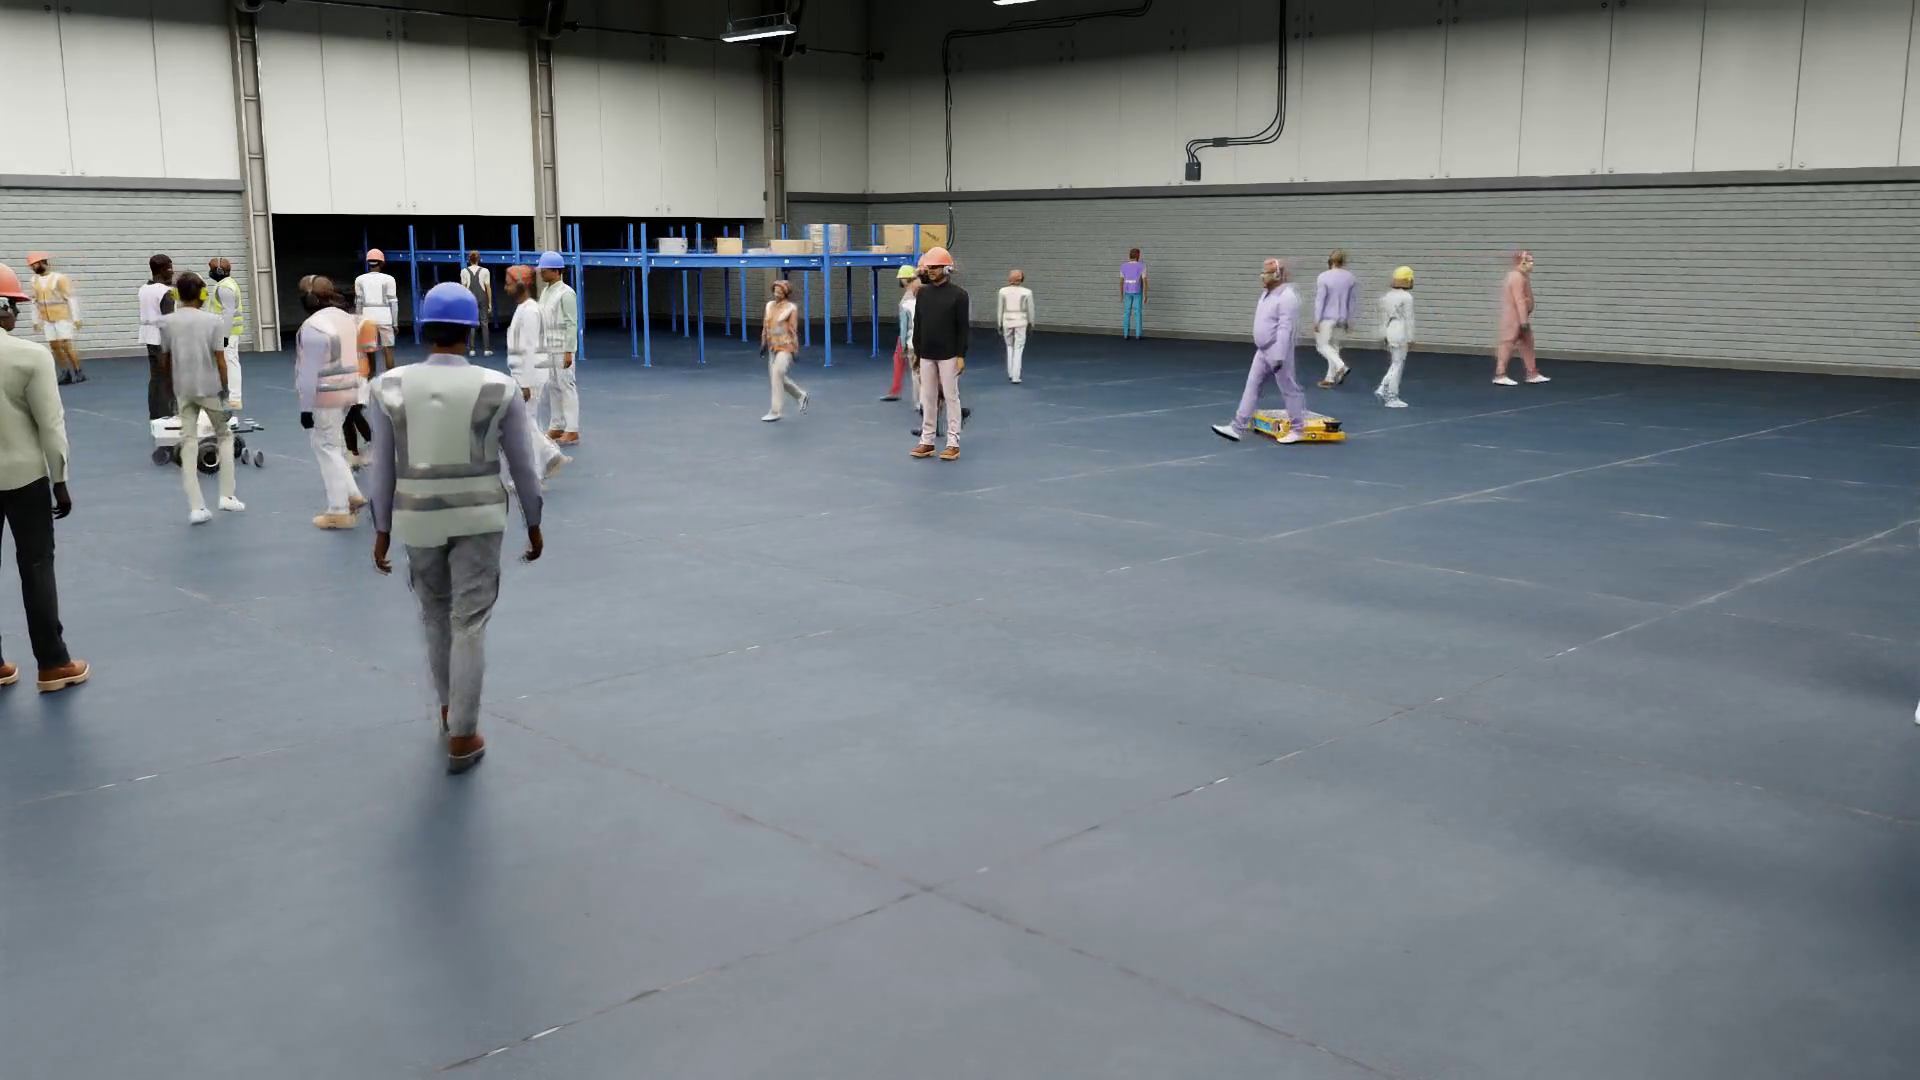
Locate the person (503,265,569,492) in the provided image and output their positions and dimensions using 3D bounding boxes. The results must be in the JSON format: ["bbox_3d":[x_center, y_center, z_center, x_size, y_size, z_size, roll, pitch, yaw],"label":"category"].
[{"bbox_3d":[-3.573,-1.334,13.772,0.448,1.874,0.580,-4,11,-20],"label":"person"}]

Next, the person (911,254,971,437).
[{"bbox_3d":[-0.220,-2.043,17.502,0.556,1.924,0.553,1,10,6],"label":"person"}]

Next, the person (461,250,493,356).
[{"bbox_3d":[-8.510,-4.171,29.307,0.507,1.846,0.343,-2,11,-11],"label":"person"}]

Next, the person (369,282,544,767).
[{"bbox_3d":[-2.033,-0.089,6.851,0.656,1.912,0.878,0,10,-2],"label":"person"}]

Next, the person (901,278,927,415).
[{"bbox_3d":[-0.455,-2.306,19.787,0.509,1.607,0.778,2,11,9],"label":"person"}]

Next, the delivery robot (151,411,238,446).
[{"bbox_3d":[-7.176,-1.037,15.597,0.707,0.478,0.477,-1,10,-4],"label":"delivery robot"}]

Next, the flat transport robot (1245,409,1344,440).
[{"bbox_3d":[3.528,-1.241,17.738,0.652,0.197,1.431,-1,10,-8],"label":"flat transport robot"}]

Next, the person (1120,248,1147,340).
[{"bbox_3d":[3.533,-5.013,33.899,0.570,1.841,0.373,5,11,23],"label":"person"}]

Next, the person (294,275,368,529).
[{"bbox_3d":[-4.598,-1.001,12.070,0.450,1.825,0.656,1,10,5],"label":"person"}]

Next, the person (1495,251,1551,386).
[{"bbox_3d":[7.983,-3.103,23.381,0.862,1.873,0.680,4,11,21],"label":"person"}]

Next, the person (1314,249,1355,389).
[{"bbox_3d":[5.174,-3.031,22.883,0.640,1.918,0.619,-6,12,-29],"label":"person"}]

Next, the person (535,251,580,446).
[{"bbox_3d":[-4.091,-1.946,16.891,0.388,1.947,0.610,-9,14,-41],"label":"person"}]

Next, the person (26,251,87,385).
[{"bbox_3d":[-12.862,-3.144,23.577,0.568,1.890,0.524,2,11,9],"label":"person"}]

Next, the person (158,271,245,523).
[{"bbox_3d":[-5.677,-1.073,12.454,0.508,1.835,0.730,-1,10,-6],"label":"person"}]

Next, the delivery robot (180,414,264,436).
[{"bbox_3d":[-6.745,-1.092,15.186,0.335,0.223,0.698,9,14,41],"label":"delivery robot"}]

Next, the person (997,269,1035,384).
[{"bbox_3d":[0.839,-3.081,23.983,0.538,1.614,0.685,4,11,20],"label":"person"}]

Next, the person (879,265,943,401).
[{"bbox_3d":[-0.593,-2.652,21.301,0.836,1.736,0.520,-3,11,-18],"label":"person"}]

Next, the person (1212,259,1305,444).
[{"bbox_3d":[3.090,-1.889,16.806,0.995,1.855,0.674,-3,11,-16],"label":"person"}]

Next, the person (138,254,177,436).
[{"bbox_3d":[-8.416,-2.042,17.523,0.589,1.913,0.377,8,13,37],"label":"person"}]

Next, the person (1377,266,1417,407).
[{"bbox_3d":[5.438,-2.504,20.527,0.369,1.728,0.495,-3,11,-18],"label":"person"}]

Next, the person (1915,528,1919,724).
[{"bbox_3d":[4.415,-0.112,7.119,0.533,1.864,0.310,3,11,15],"label":"person"}]

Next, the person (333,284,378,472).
[{"bbox_3d":[-5.485,-1.449,14.903,0.548,1.685,0.372,3,11,15],"label":"person"}]

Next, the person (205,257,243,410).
[{"bbox_3d":[-8.969,-2.517,20.293,0.429,1.842,0.634,-4,11,-20],"label":"person"}]

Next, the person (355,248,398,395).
[{"bbox_3d":[-7.778,-2.920,22.246,0.547,1.932,0.388,0,10,-2],"label":"person"}]

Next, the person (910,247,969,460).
[{"bbox_3d":[-0.200,-1.769,15.796,0.611,1.996,0.378,7,12,32],"label":"person"}]

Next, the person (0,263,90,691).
[{"bbox_3d":[-4.443,-0.288,7.736,0.614,1.988,0.396,0,10,-1],"label":"person"}]

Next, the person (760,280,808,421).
[{"bbox_3d":[-2.008,-2.191,19.141,0.647,1.611,0.536,-9,14,-42],"label":"person"}]
